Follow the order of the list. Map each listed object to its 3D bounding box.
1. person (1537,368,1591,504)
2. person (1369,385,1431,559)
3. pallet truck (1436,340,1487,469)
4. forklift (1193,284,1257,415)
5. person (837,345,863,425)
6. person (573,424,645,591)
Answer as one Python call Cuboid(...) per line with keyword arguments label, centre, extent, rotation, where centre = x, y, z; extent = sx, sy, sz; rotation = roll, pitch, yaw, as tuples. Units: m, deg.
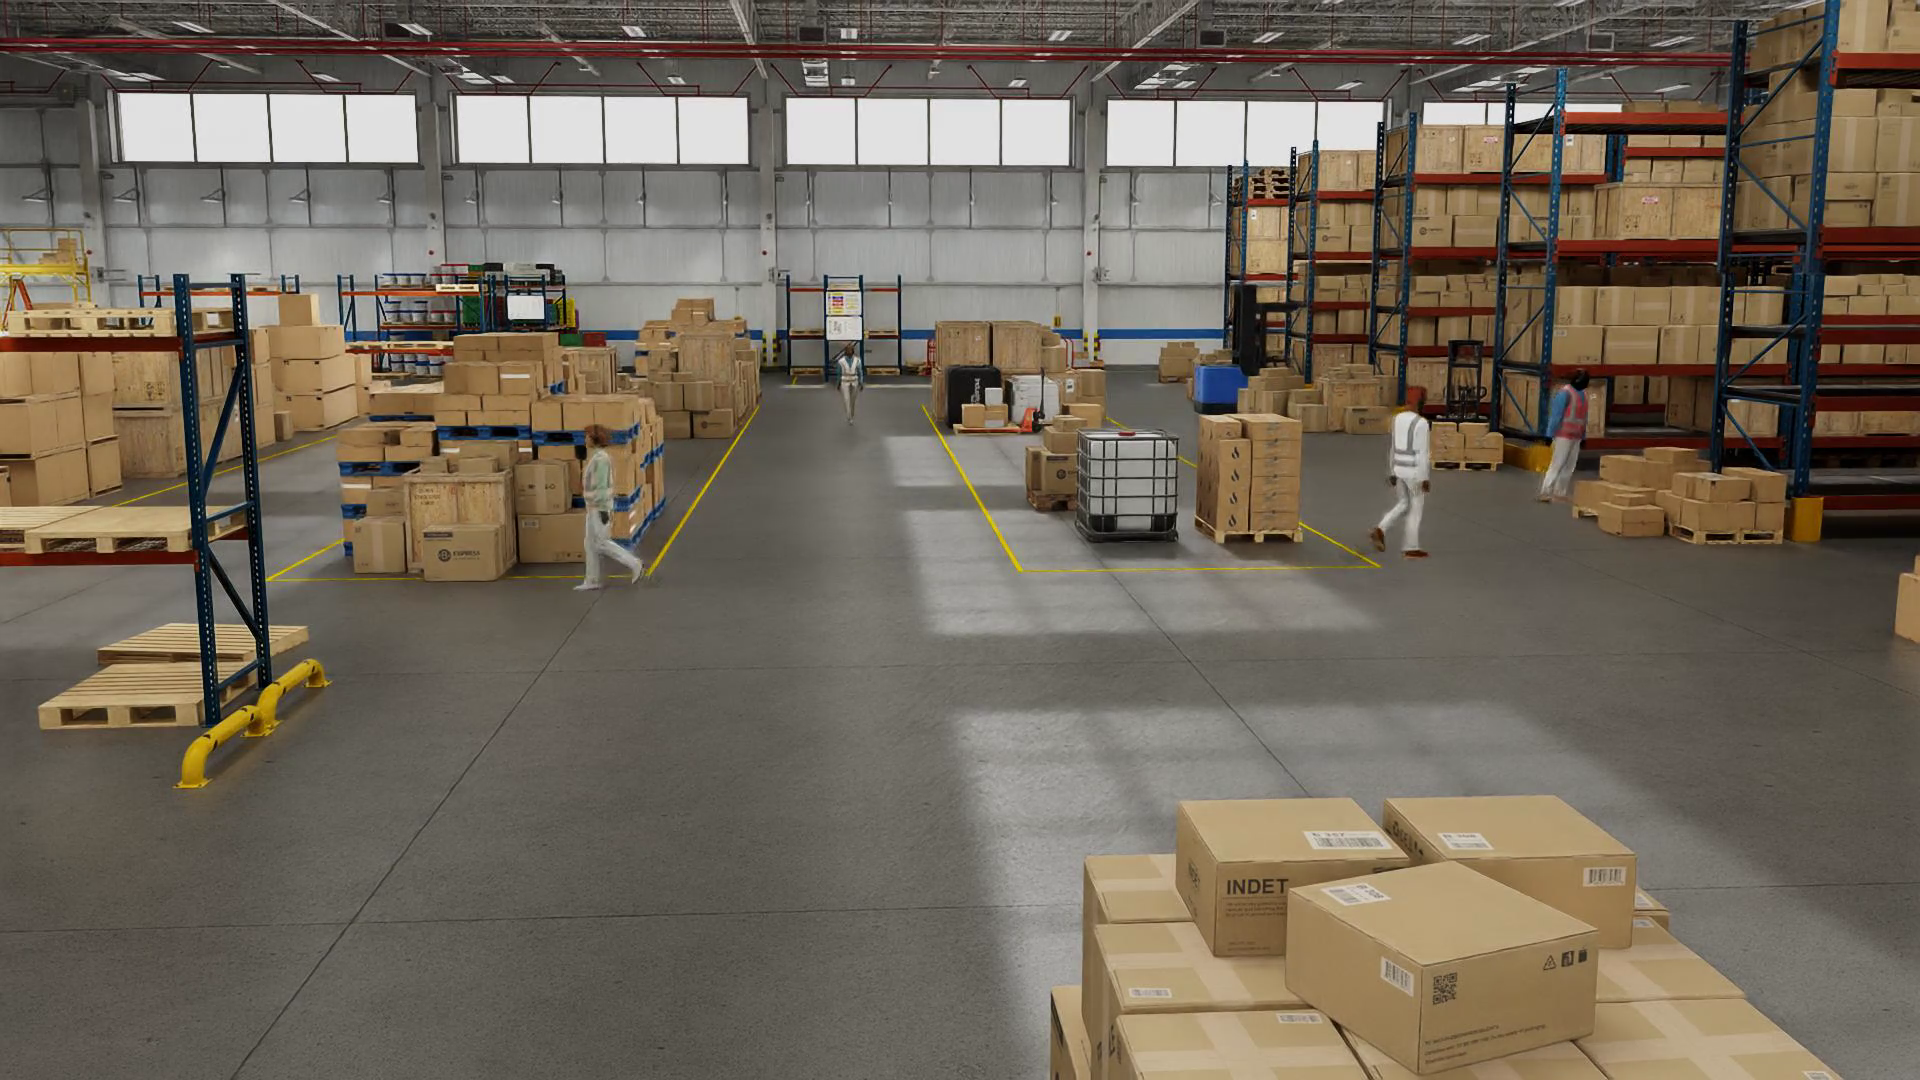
Cuboid(label="person", centre=(8.057, -1.377, 22.062), extent=(0.703, 1.804, 0.471), rotation=(-7, 12, -39))
Cuboid(label="person", centre=(4.731, -0.709, 17.670), extent=(0.551, 1.873, 0.580), rotation=(-3, 9, -17))
Cuboid(label="pallet truck", centre=(8.004, -2.170, 26.422), extent=(0.823, 1.965, 1.885), rotation=(2, 9, 14))
Cuboid(label="forklift", centre=(6.034, -4.068, 35.576), extent=(1.873, 2.768, 1.129), rotation=(-1, 9, -4))
Cuboid(label="person", centre=(-2.248, -3.171, 33.918), extent=(0.522, 1.614, 0.770), rotation=(-2, 9, -13))
Cuboid(label="person", centre=(-3.394, -0.310, 15.923), extent=(0.608, 1.623, 0.520), rotation=(-3, 10, -20))
